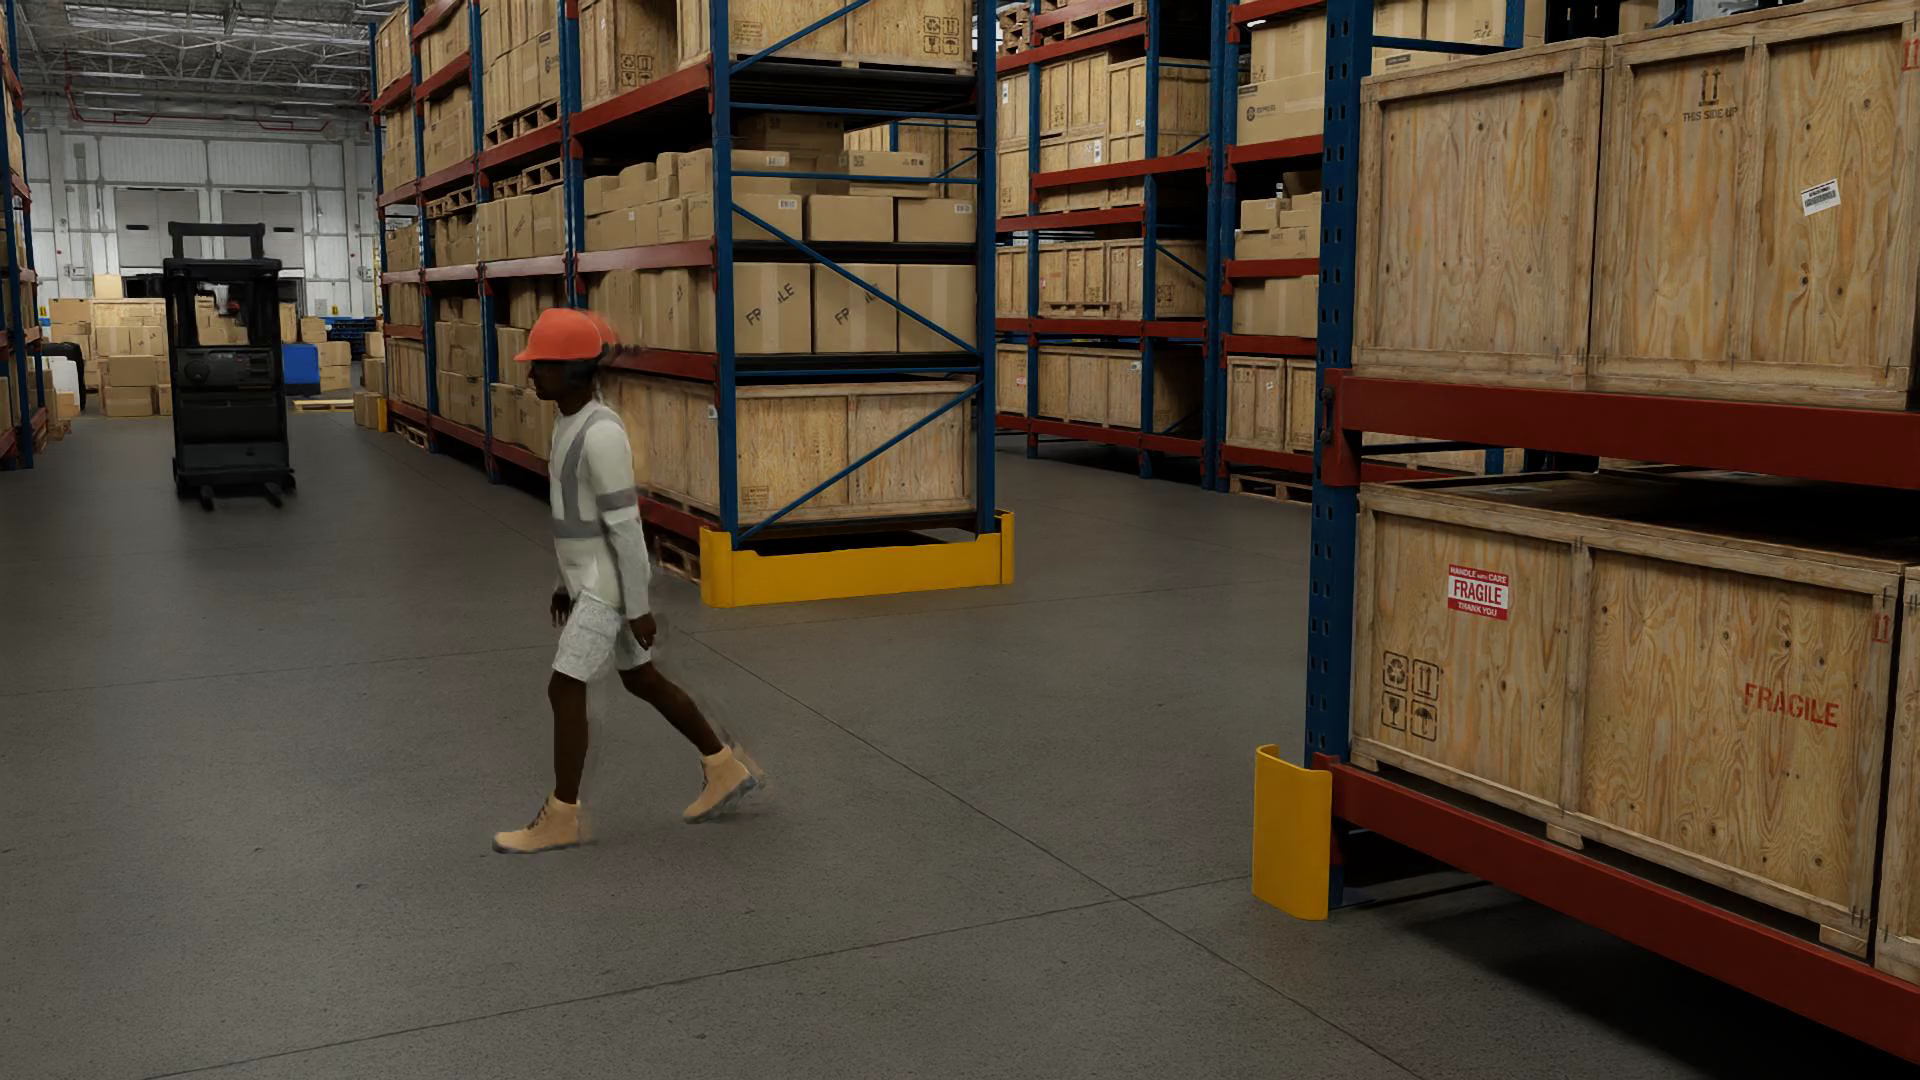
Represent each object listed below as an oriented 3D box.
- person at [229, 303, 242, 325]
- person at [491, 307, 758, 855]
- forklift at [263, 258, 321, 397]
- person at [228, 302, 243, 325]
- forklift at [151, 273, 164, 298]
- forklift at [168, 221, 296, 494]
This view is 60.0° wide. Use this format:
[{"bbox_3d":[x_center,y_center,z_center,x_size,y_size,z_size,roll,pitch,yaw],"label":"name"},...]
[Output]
[{"bbox_3d":[-20.257,-5.637,46.308,0.830,1.910,0.549,-1,8,-6],"label":"person"},{"bbox_3d":[-1.228,0.139,6.178,0.990,2.007,0.614,-3,9,-19],"label":"person"},{"bbox_3d":[-14.019,-4.277,33.585,1.873,2.768,1.129,-4,9,-27],"label":"forklift"},{"bbox_3d":[-20.565,-5.766,47.141,0.482,1.925,0.641,0,8,1],"label":"person"},{"bbox_3d":[-24.814,-6.996,52.331,1.873,2.768,1.129,6,10,37],"label":"forklift"},{"bbox_3d":[-7.846,-1.979,17.736,1.129,2.768,1.873,-4,9,-26],"label":"forklift"}]
